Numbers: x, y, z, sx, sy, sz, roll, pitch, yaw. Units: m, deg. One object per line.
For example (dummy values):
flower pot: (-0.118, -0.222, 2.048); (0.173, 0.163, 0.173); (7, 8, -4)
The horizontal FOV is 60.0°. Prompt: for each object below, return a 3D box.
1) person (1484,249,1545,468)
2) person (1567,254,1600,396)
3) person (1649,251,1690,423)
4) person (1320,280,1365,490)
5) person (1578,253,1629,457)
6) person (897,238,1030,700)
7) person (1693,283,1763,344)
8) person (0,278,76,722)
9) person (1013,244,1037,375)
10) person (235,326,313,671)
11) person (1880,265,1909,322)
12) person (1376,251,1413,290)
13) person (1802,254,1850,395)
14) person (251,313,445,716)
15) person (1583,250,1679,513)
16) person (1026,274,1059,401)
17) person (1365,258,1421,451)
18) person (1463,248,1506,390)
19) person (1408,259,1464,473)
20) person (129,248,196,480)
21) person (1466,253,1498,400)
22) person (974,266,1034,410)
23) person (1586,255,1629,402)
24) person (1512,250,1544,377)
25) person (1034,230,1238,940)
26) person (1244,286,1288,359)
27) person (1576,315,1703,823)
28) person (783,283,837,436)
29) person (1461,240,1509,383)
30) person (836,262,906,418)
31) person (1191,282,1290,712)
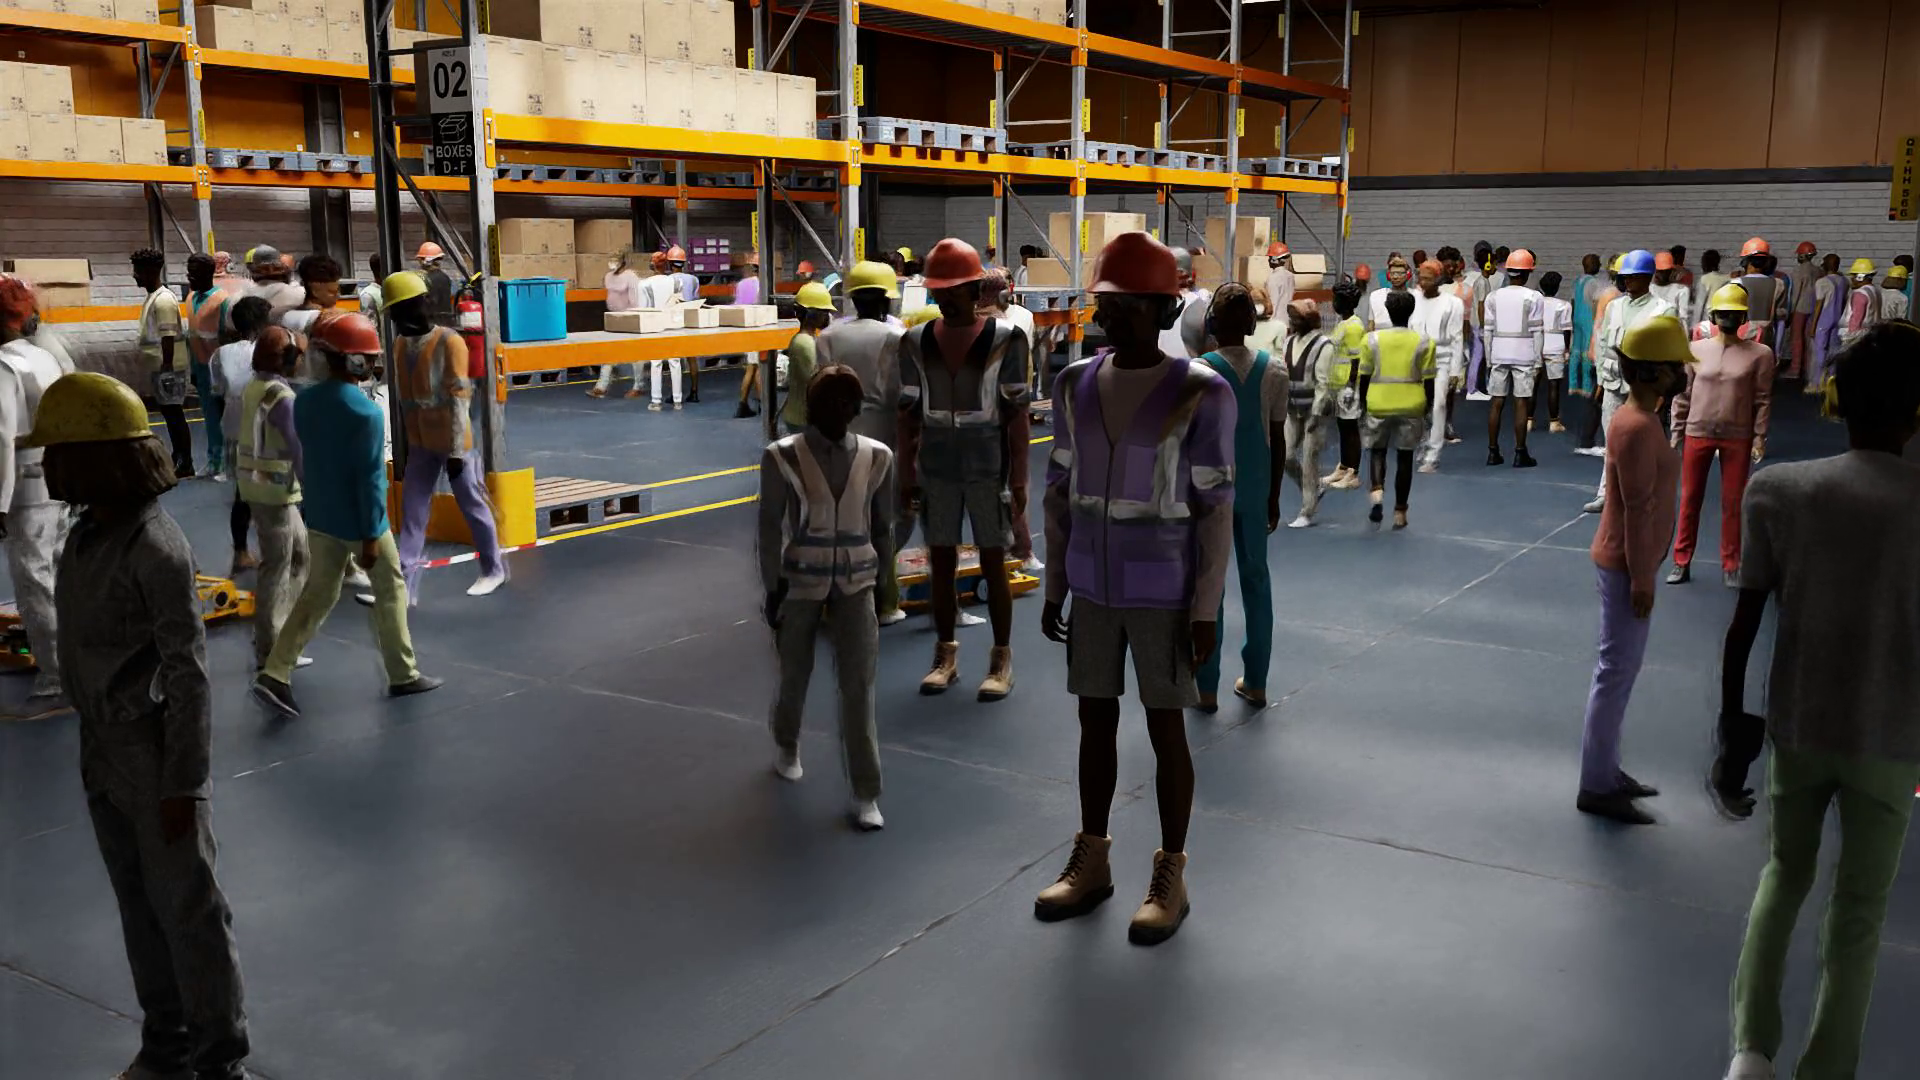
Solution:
person: (4.951, -1.614, 14.859); (0.545, 1.939, 0.354); (9, 13, 39)
person: (8.146, -2.788, 21.619); (0.346, 1.847, 0.506); (-4, 11, -20)
person: (7.524, -2.135, 17.840); (0.552, 1.914, 0.805); (6, 12, 29)
person: (3.141, -1.254, 13.548); (0.321, 1.691, 0.530); (0, 10, 1)
person: (6.073, -1.683, 15.346); (0.671, 1.890, 0.615); (6, 12, 29)
person: (0.002, -0.303, 7.353); (0.613, 2.029, 0.409); (3, 11, 18)
person: (6.061, -1.188, 13.200); (0.535, 1.690, 0.319); (5, 11, 25)
person: (-3.975, -0.176, 7.132); (0.353, 1.868, 0.650); (-1, 10, -8)
person: (0.977, -3.449, 24.968); (0.367, 1.957, 0.600); (-3, 11, -14)
person: (-3.197, -0.187, 7.810); (0.392, 1.620, 0.547); (-7, 12, -34)
person: (10.822, -2.326, 19.379); (0.328, 1.733, 0.488); (-3, 11, -17)
person: (6.874, -3.649, 26.399); (0.571, 1.840, 0.373); (3, 11, 15)
person: (11.383, -2.827, 21.838); (0.517, 1.843, 0.332); (-3, 11, -17)
person: (-2.672, -0.106, 7.127); (0.578, 1.720, 0.828); (6, 12, 32)
person: (4.916, -1.134, 12.167); (0.389, 1.949, 0.603); (-7, 12, -33)
person: (0.898, -2.412, 19.760); (0.574, 1.764, 0.928); (1, 10, 5)
person: (4.179, -1.768, 15.966); (0.567, 1.846, 0.389); (4, 11, 22)
person: (7.041, -2.975, 22.453); (0.588, 1.920, 0.388); (1, 10, 8)
person: (4.085, -1.500, 14.442); (0.598, 1.860, 0.457); (8, 13, 38)
person: (-6.733, -1.474, 14.047); (0.385, 1.955, 0.603); (-7, 12, -35)
person: (6.622, -2.701, 21.108); (0.324, 1.860, 0.516); (3, 11, 18)
person: (0.261, -1.088, 12.234); (0.560, 1.836, 0.394); (-1, 10, -7)
person: (8.106, -2.615, 20.684); (0.505, 1.839, 0.344); (9, 14, 41)
person: (8.382, -3.344, 24.631); (0.517, 1.873, 0.328); (2, 10, 12)
person: (0.493, 0.137, 4.853); (0.608, 2.048, 0.369); (7, 12, 34)
person: (2.552, -1.358, 14.301); (0.504, 1.637, 0.278); (2, 10, 9)
person: (2.386, 0.101, 5.857); (0.327, 1.768, 0.541); (4, 11, 19)
person: (-0.931, -0.720, 10.415); (0.342, 1.760, 0.533); (-2, 10, -13)
person: (7.295, -3.204, 23.383); (0.697, 2.000, 0.536); (0, 10, 0)
person: (-0.546, -0.693, 9.902); (0.672, 1.898, 0.562); (-10, 14, -42)
person: (1.151, -0.178, 7.161); (0.504, 1.847, 0.345); (-3, 11, -15)
